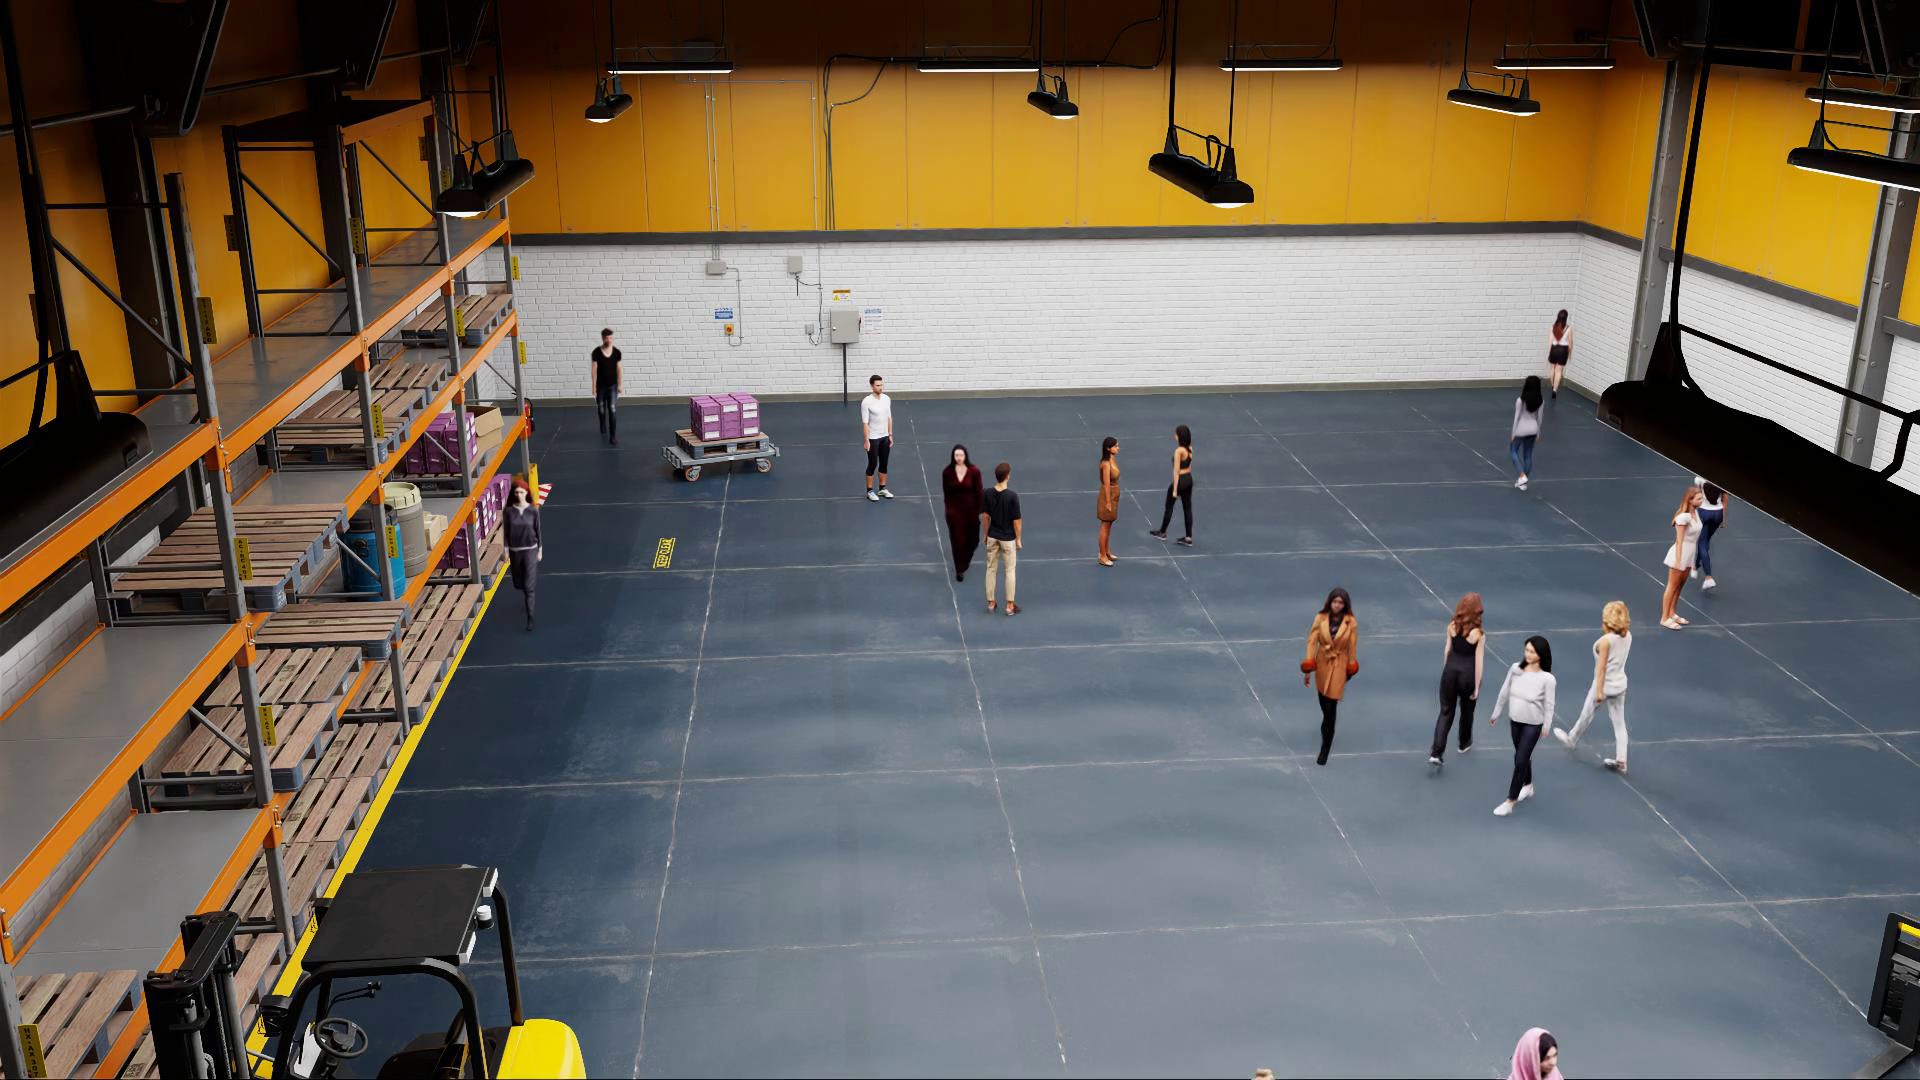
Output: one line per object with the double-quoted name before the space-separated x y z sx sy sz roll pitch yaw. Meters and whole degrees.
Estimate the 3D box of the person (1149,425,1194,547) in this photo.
"person" 3.023 -0.706 22.190 0.899 1.624 0.988 -17 25 -42

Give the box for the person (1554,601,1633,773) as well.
"person" 6.257 1.422 15.868 0.879 1.626 1.133 -9 21 -26

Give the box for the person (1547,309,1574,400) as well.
"person" 10.767 -3.292 29.903 0.942 1.603 1.117 10 21 27

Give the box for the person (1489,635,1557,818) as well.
"person" 5.206 1.648 15.132 0.981 1.668 1.010 -12 22 -32

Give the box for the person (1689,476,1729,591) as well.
"person" 9.281 -0.223 20.572 0.680 1.740 1.147 0 19 1

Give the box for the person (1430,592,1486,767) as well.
"person" 4.731 1.366 15.906 1.054 1.708 1.169 13 22 33

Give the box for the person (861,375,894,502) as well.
"person" -1.205 -1.506 24.216 0.741 1.848 0.766 -15 24 -38

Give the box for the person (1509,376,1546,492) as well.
"person" 8.394 -1.549 24.534 0.646 1.726 0.681 -4 19 -10

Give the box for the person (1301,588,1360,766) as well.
"person" 3.616 1.271 16.251 1.054 1.667 1.306 8 20 22

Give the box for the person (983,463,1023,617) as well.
"person" 0.495 -0.019 19.786 0.714 1.857 0.708 8 20 23

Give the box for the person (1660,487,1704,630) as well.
"person" 8.438 0.182 19.441 0.674 1.696 0.724 -17 25 -41

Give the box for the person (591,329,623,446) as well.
"person" -5.804 -2.535 27.241 0.839 1.867 1.220 -5 19 -15

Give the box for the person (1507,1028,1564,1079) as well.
"person" 3.250 3.516 9.660 0.922 1.620 1.010 -16 24 -39

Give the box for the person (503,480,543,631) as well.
"person" -5.107 0.139 19.469 0.607 1.760 0.996 -1 19 -4

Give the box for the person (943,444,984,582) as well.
"person" 0.045 -0.384 21.078 0.754 1.723 1.092 0 19 0

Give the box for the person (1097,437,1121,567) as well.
"person" 1.921 -0.517 21.523 0.688 1.690 0.564 6 19 17
